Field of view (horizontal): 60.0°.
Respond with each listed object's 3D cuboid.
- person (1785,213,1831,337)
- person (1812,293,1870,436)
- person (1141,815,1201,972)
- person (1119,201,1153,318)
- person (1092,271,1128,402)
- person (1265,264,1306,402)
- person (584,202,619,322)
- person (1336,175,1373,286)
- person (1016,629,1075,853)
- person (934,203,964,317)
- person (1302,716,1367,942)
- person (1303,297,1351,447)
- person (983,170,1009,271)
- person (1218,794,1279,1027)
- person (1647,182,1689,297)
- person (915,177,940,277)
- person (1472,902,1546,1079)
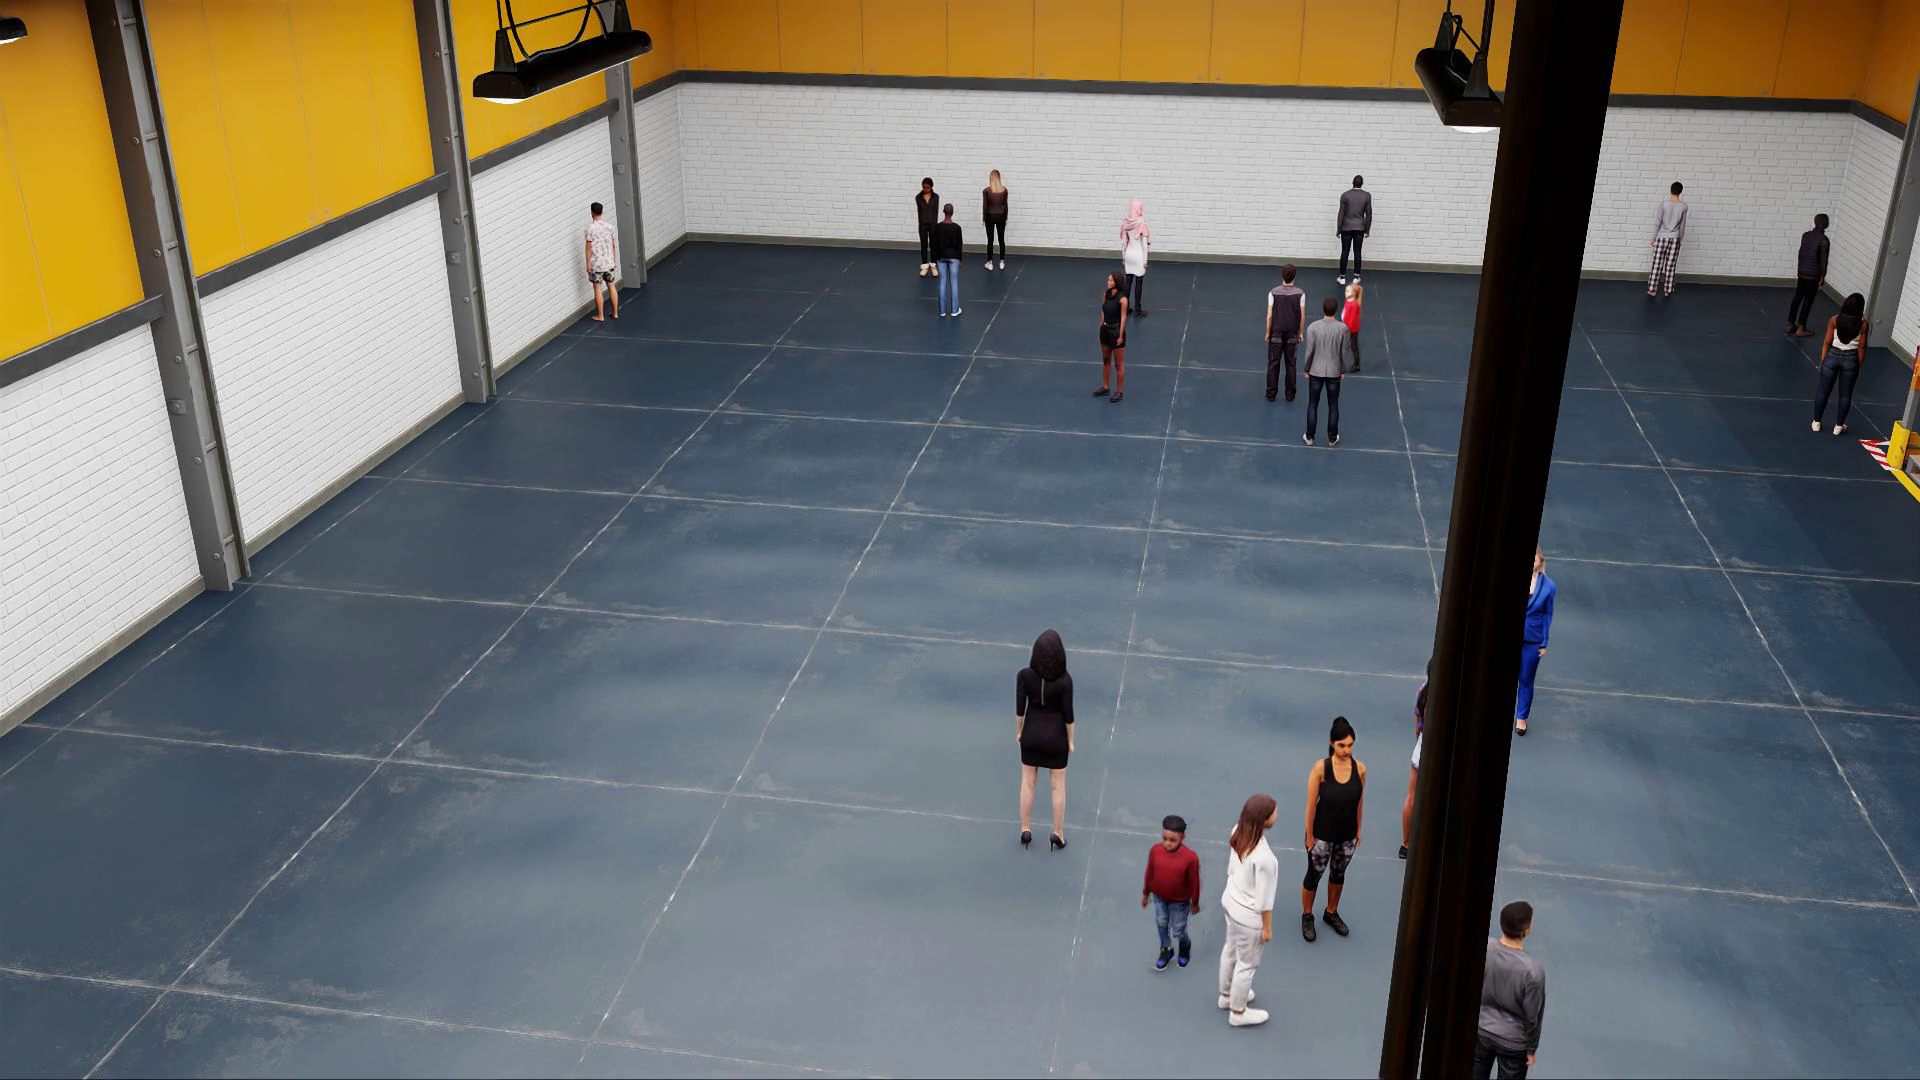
[{"bbox_3d":[12.765,-3.997,24.982,0.837,1.835,0.667,-6,24,-13],"label":"person"},{"bbox_3d":[11.116,-2.232,20.976,0.740,1.809,0.744,16,28,32],"label":"person"},{"bbox_3d":[1.456,2.348,11.215,0.620,1.236,0.660,14,27,30],"label":"person"},{"bbox_3d":[2.732,-4.394,25.930,0.727,1.803,0.754,20,31,38],"label":"person"},{"bbox_3d":[2.046,-2.735,22.212,0.714,1.741,0.669,-18,30,-36],"label":"person"},{"bbox_3d":[4.318,-2.760,22.136,0.643,1.848,0.571,3,24,6],"label":"person"},{"bbox_3d":[-5.540,-4.309,25.725,0.712,1.812,0.800,-19,30,-37],"label":"person"},{"bbox_3d":[6.546,-5.162,27.668,0.707,1.818,0.575,3,24,8],"label":"person"},{"bbox_3d":[0.628,1.510,12.420,0.607,1.805,0.513,7,24,15],"label":"person"},{"bbox_3d":[-0.188,-4.382,25.972,0.593,1.747,0.535,3,24,8],"label":"person"},{"bbox_3d":[2.575,1.991,11.502,0.648,1.660,0.641,-6,24,-13],"label":"person"},{"bbox_3d":[4.518,-2.081,20.549,0.674,1.874,0.584,5,24,11],"label":"person"},{"bbox_3d":[0.609,-5.520,28.629,0.670,1.705,0.638,-5,24,-11],"label":"person"},{"bbox_3d":[1.829,2.355,10.633,0.753,1.688,0.650,-8,25,-18],"label":"person"},{"bbox_3d":[11.494,-4.888,27.005,0.622,1.847,0.521,4,24,10],"label":"person"},{"bbox_3d":[-0.541,-5.352,28.301,0.614,1.659,0.671,1,24,2],"label":"person"},{"bbox_3d":[3.082,2.814,9.492,0.702,1.761,0.715,20,30,38],"label":"person"}]
